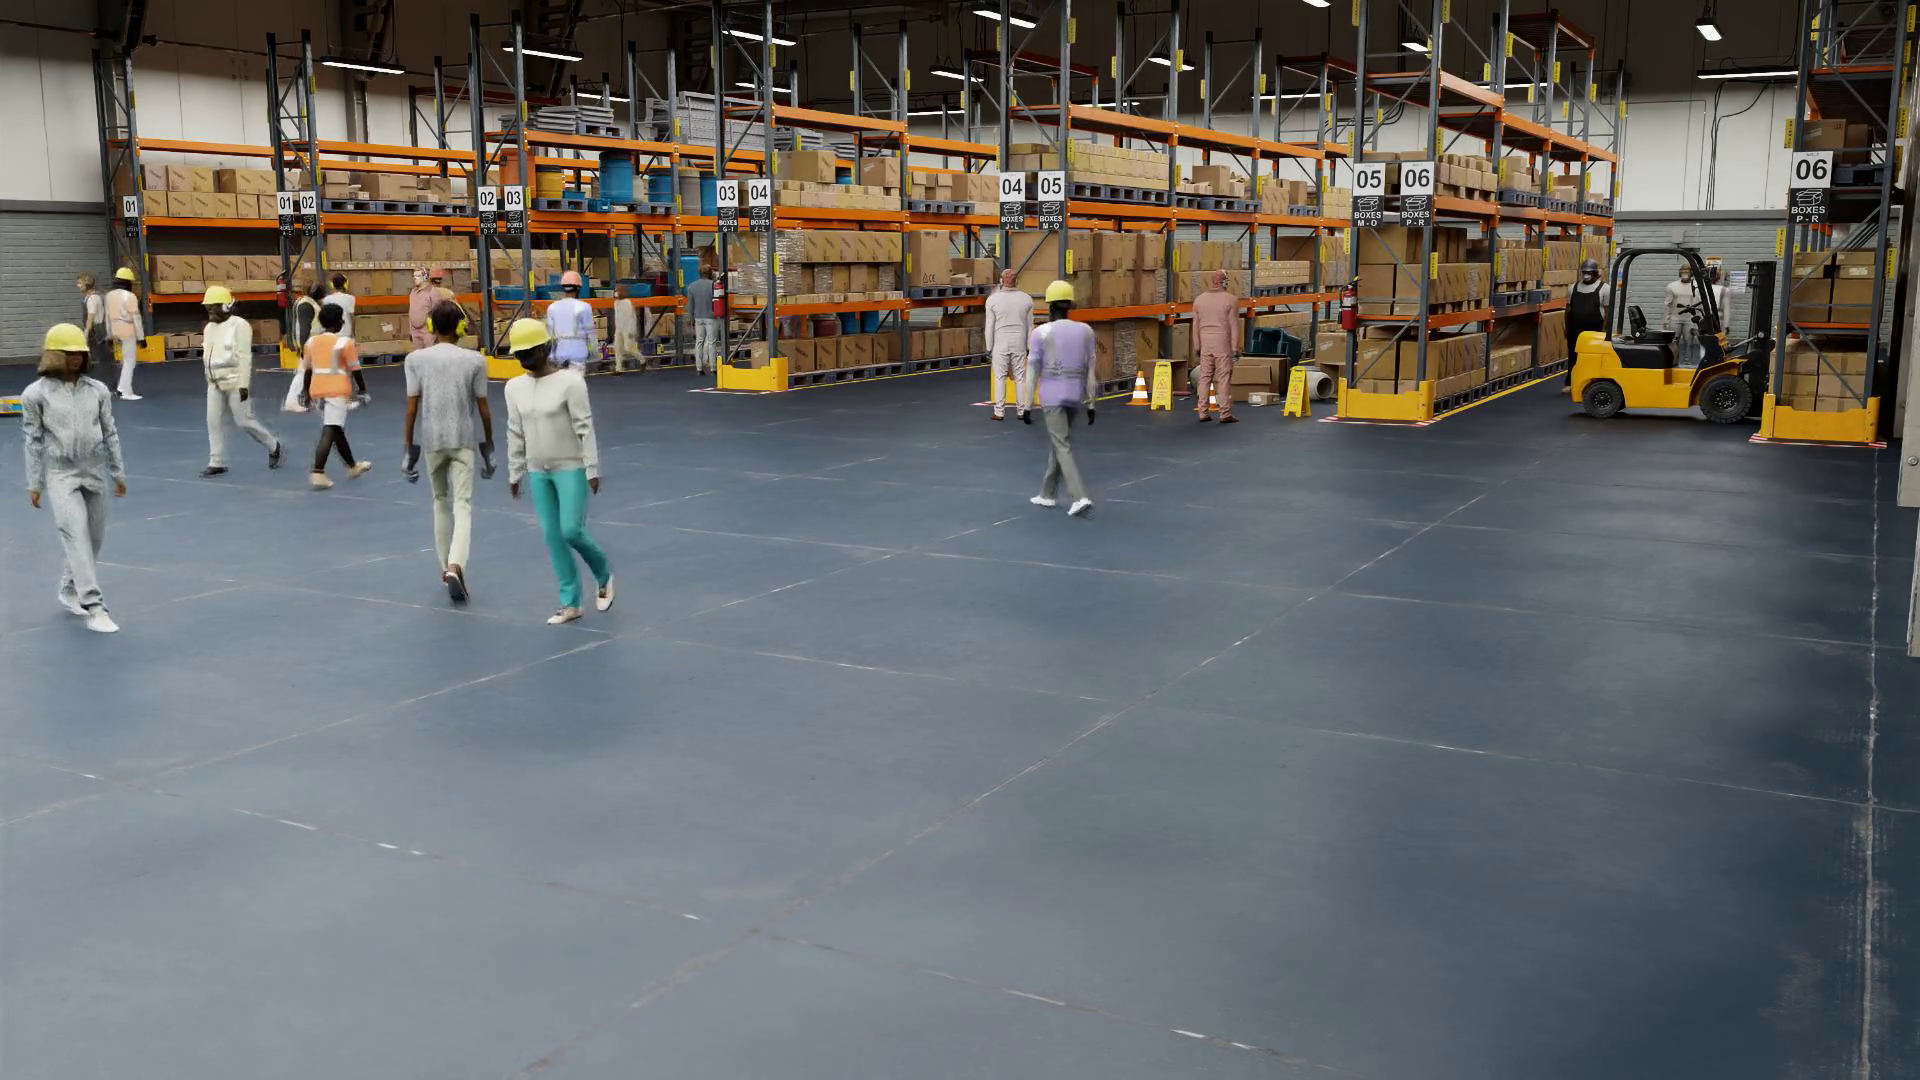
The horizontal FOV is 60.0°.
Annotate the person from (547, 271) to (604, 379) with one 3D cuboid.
[{"bbox_3d":[-4.321,-2.084,18.848,0.552,1.900,0.873,4,11,23],"label":"person"}]

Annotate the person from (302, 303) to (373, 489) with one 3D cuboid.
[{"bbox_3d":[-5.644,-1.310,15.040,0.544,1.639,0.915,4,11,23],"label":"person"}]

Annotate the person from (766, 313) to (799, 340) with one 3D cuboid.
[{"bbox_3d":[-3.144,-3.973,29.496,0.615,2.040,0.391,2,10,13],"label":"person"}]

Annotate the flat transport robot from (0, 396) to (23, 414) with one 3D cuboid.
[{"bbox_3d":[-12.357,-1.771,21.785,0.652,0.197,1.431,7,12,35],"label":"flat transport robot"}]

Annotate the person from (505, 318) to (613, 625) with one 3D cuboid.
[{"bbox_3d":[-2.294,-0.388,9.417,0.551,1.739,0.477,4,10,22],"label":"person"}]

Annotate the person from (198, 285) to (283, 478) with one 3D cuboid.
[{"bbox_3d":[-6.871,-1.508,15.764,0.598,1.806,0.771,5,11,25],"label":"person"}]

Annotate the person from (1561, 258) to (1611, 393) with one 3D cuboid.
[{"bbox_3d":[9.415,-3.211,25.037,0.682,2.000,0.537,7,12,35],"label":"person"}]

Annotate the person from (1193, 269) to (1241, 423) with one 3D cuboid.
[{"bbox_3d":[3.222,-2.413,20.758,0.643,1.908,0.399,8,12,39],"label":"person"}]

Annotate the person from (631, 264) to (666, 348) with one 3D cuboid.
[{"bbox_3d":[-6.879,-5.054,36.274,0.922,1.885,0.657,-3,10,-18],"label":"person"}]

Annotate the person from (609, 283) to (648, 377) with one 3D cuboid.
[{"bbox_3d":[-5.762,-3.638,28.774,0.500,1.610,0.664,9,13,42],"label":"person"}]

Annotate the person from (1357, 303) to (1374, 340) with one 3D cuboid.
[{"bbox_3d":[8.916,-5.063,36.424,0.515,1.860,0.326,2,10,12],"label":"person"}]

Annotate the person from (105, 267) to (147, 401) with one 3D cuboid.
[{"bbox_3d":[-11.960,-2.955,23.921,0.598,1.903,0.447,5,11,29],"label":"person"}]

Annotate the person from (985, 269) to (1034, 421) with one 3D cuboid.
[{"bbox_3d":[0.615,-2.459,21.029,0.642,1.909,0.410,-2,10,-13],"label":"person"}]

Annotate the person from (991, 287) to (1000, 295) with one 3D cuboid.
[{"bbox_3d":[0.846,-3.750,28.957,0.630,1.781,0.970,5,11,28],"label":"person"}]

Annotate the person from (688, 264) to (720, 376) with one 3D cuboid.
[{"bbox_3d":[-4.400,-3.811,28.851,0.637,1.938,0.355,3,10,16],"label":"person"}]

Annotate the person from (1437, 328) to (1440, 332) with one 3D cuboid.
[{"bbox_3d":[11.262,-5.688,39.960,0.998,1.906,0.712,0,10,2],"label":"person"}]

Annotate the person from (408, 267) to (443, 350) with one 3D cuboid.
[{"bbox_3d":[-8.040,-3.127,24.944,0.649,1.907,0.409,6,11,31],"label":"person"}]

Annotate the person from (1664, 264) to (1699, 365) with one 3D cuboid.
[{"bbox_3d":[12.384,-3.748,28.481,0.634,1.937,0.355,5,11,28],"label":"person"}]

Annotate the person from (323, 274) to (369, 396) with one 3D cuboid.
[{"bbox_3d":[-8.924,-2.923,24.042,0.539,1.802,1.045,0,10,2],"label":"person"}]

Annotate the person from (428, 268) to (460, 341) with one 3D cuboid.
[{"bbox_3d":[-8.277,-3.363,26.390,1.006,1.880,0.580,9,13,41],"label":"person"}]

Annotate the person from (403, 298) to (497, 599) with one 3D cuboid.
[{"bbox_3d":[-3.139,-0.569,10.210,0.539,1.825,0.912,-1,10,-9],"label":"person"}]

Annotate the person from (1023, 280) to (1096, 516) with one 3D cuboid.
[{"bbox_3d":[0.829,-1.148,13.426,0.600,1.888,0.964,-6,11,-30],"label":"person"}]

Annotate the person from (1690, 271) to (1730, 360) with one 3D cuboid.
[{"bbox_3d":[12.622,-3.625,28.011,0.608,1.852,0.652,3,10,19],"label":"person"}]

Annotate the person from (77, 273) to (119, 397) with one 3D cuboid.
[{"bbox_3d":[-12.770,-2.967,24.267,0.856,1.810,0.542,-7,12,-35],"label":"person"}]

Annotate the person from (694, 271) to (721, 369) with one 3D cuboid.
[{"bbox_3d":[-4.584,-4.090,30.888,0.655,1.794,0.963,6,11,31],"label":"person"}]

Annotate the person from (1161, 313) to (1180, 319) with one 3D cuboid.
[{"bbox_3d":[4.004,-4.203,31.896,0.500,1.674,0.549,-8,12,-38],"label":"person"}]

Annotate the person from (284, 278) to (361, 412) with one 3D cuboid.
[{"bbox_3d":[-8.557,-2.577,22.093,1.003,1.780,0.633,-2,10,-11],"label":"person"}]

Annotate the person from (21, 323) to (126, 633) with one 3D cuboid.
[{"bbox_3d":[-4.972,-0.365,9.348,0.799,1.714,0.497,6,11,32],"label":"person"}]
